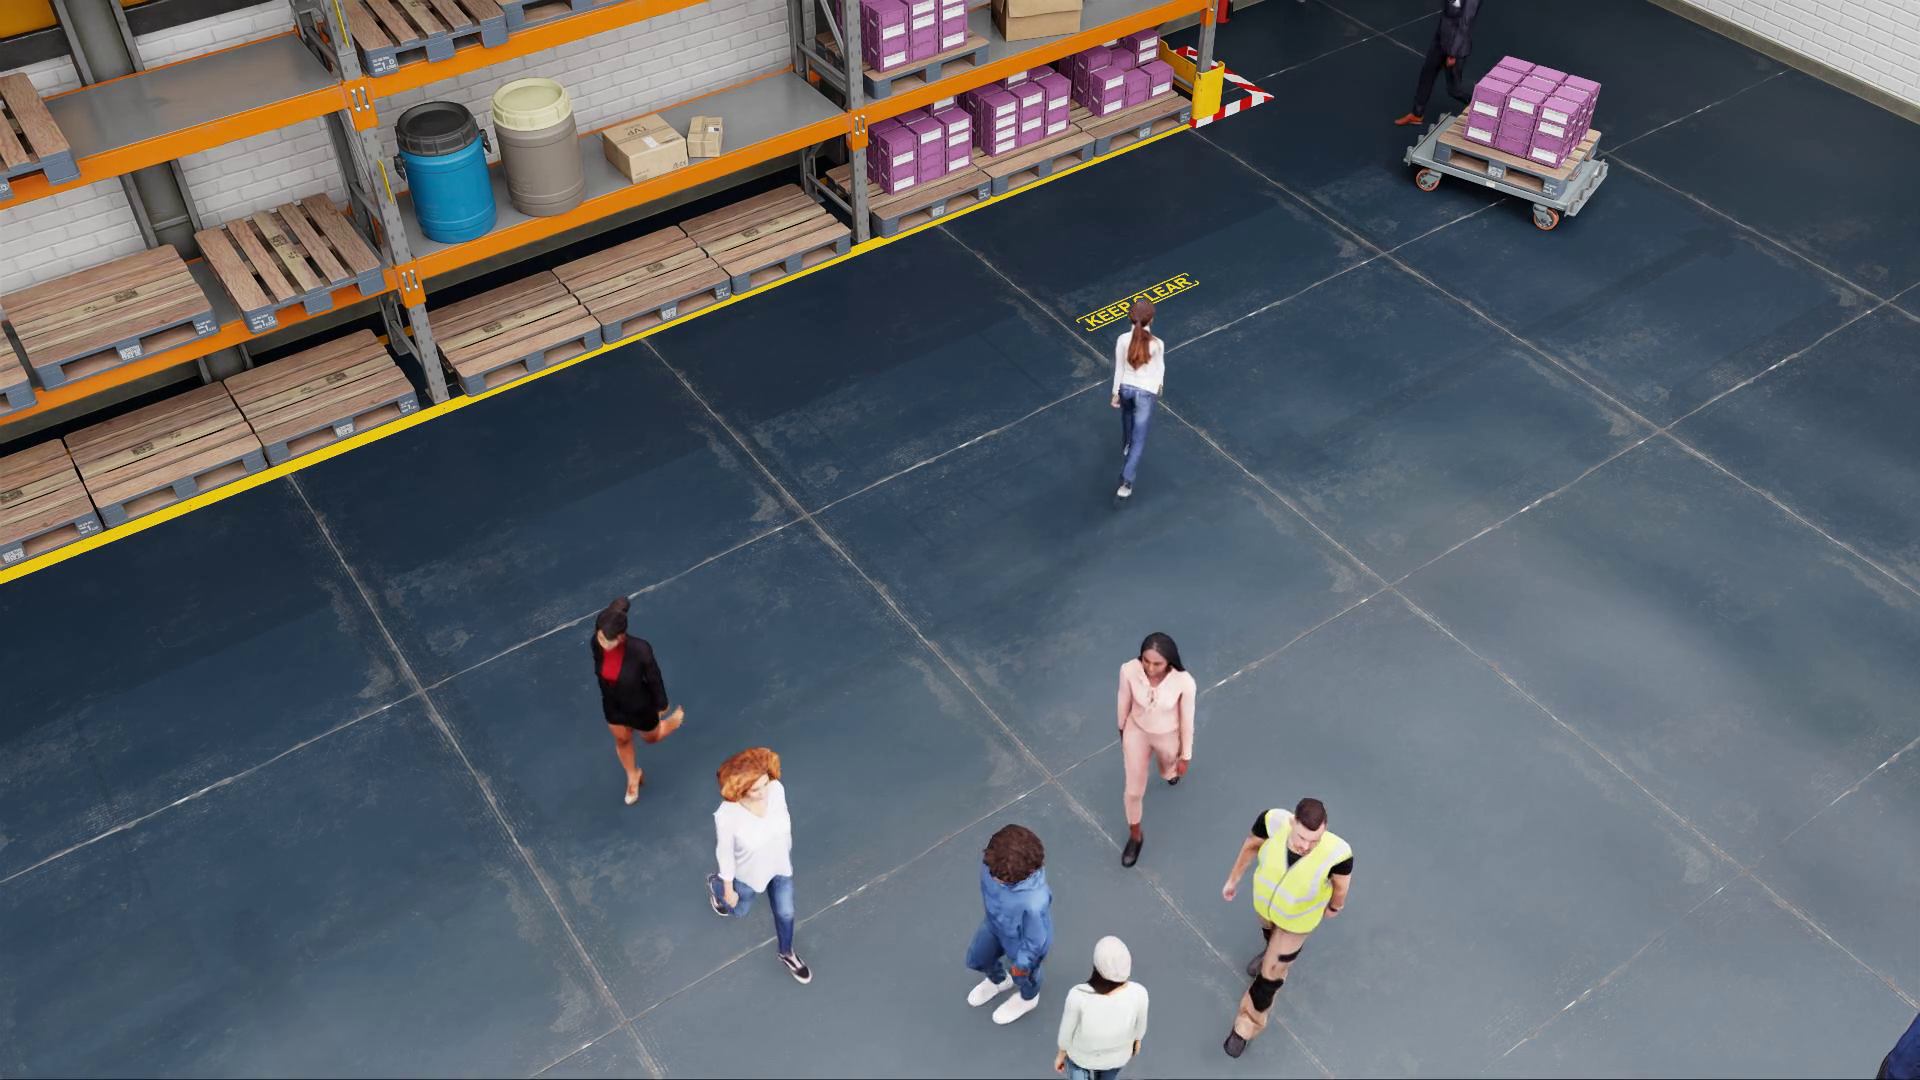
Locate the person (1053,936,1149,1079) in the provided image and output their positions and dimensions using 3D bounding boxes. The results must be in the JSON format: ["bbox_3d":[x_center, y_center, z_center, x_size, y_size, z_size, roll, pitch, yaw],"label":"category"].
[{"bbox_3d":[0.705,2.581,8.248,0.743,1.632,0.813,-2,44,-2],"label":"person"}]

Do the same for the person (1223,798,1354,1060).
[{"bbox_3d":[1.783,1.873,8.874,0.875,1.794,1.167,34,53,30],"label":"person"}]

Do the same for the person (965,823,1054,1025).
[{"bbox_3d":[0.364,1.999,8.748,0.638,1.785,0.696,-18,46,-18],"label":"person"}]

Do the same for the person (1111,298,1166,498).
[{"bbox_3d":[1.272,-1.017,12.104,0.896,1.523,1.112,16,46,16],"label":"person"}]

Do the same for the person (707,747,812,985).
[{"bbox_3d":[-1.160,1.713,9.115,0.949,1.694,0.681,-24,48,-23],"label":"person"}]

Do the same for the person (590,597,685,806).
[{"bbox_3d":[-1.939,0.927,9.995,0.870,1.618,0.968,14,45,14],"label":"person"}]

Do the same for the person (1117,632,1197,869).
[{"bbox_3d":[1.168,1.110,9.744,1.051,1.698,1.187,11,45,11],"label":"person"}]

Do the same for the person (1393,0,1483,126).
[{"bbox_3d":[4.729,-4.688,15.760,1.155,1.795,0.941,-6,44,-6],"label":"person"}]
